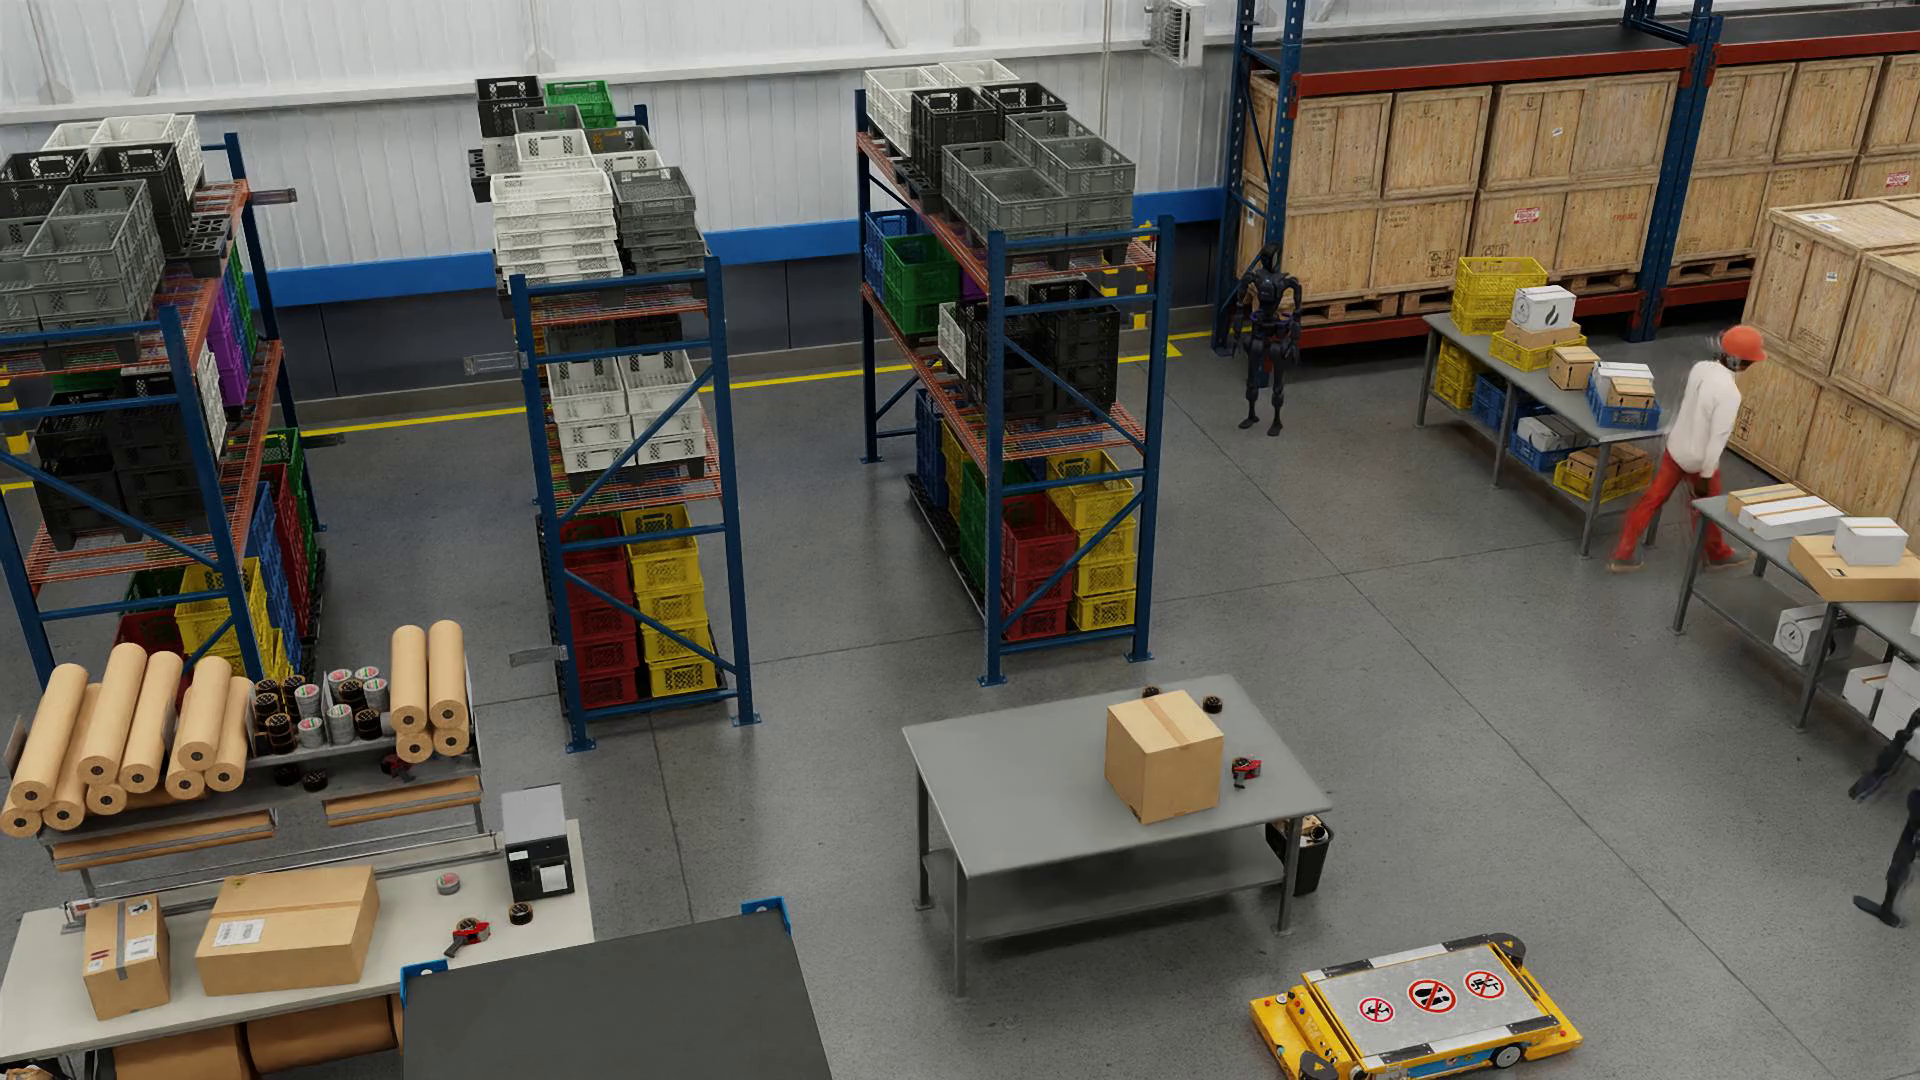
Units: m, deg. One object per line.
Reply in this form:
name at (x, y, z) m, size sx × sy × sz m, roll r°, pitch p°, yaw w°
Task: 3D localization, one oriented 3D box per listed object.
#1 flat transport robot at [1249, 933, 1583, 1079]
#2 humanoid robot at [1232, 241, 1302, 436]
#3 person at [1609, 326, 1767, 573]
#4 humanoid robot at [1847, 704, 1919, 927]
flat transport robot at (2.184, 2.282, 7.980) m, size 1.431 × 0.197 × 0.652 m, roll -8°, pitch 30°, yaw -14°
humanoid robot at (2.544, -1.668, 13.734) m, size 0.592 × 1.648 × 0.333 m, roll 14°, pitch 32°, yaw 24°
person at (5.159, -0.622, 11.576) m, size 1.056 × 1.925 × 0.736 m, roll -3°, pitch 29°, yaw -5°
humanoid robot at (4.967, 1.248, 8.429) m, size 0.772 × 1.640 × 0.493 m, roll -5°, pitch 29°, yaw -8°
